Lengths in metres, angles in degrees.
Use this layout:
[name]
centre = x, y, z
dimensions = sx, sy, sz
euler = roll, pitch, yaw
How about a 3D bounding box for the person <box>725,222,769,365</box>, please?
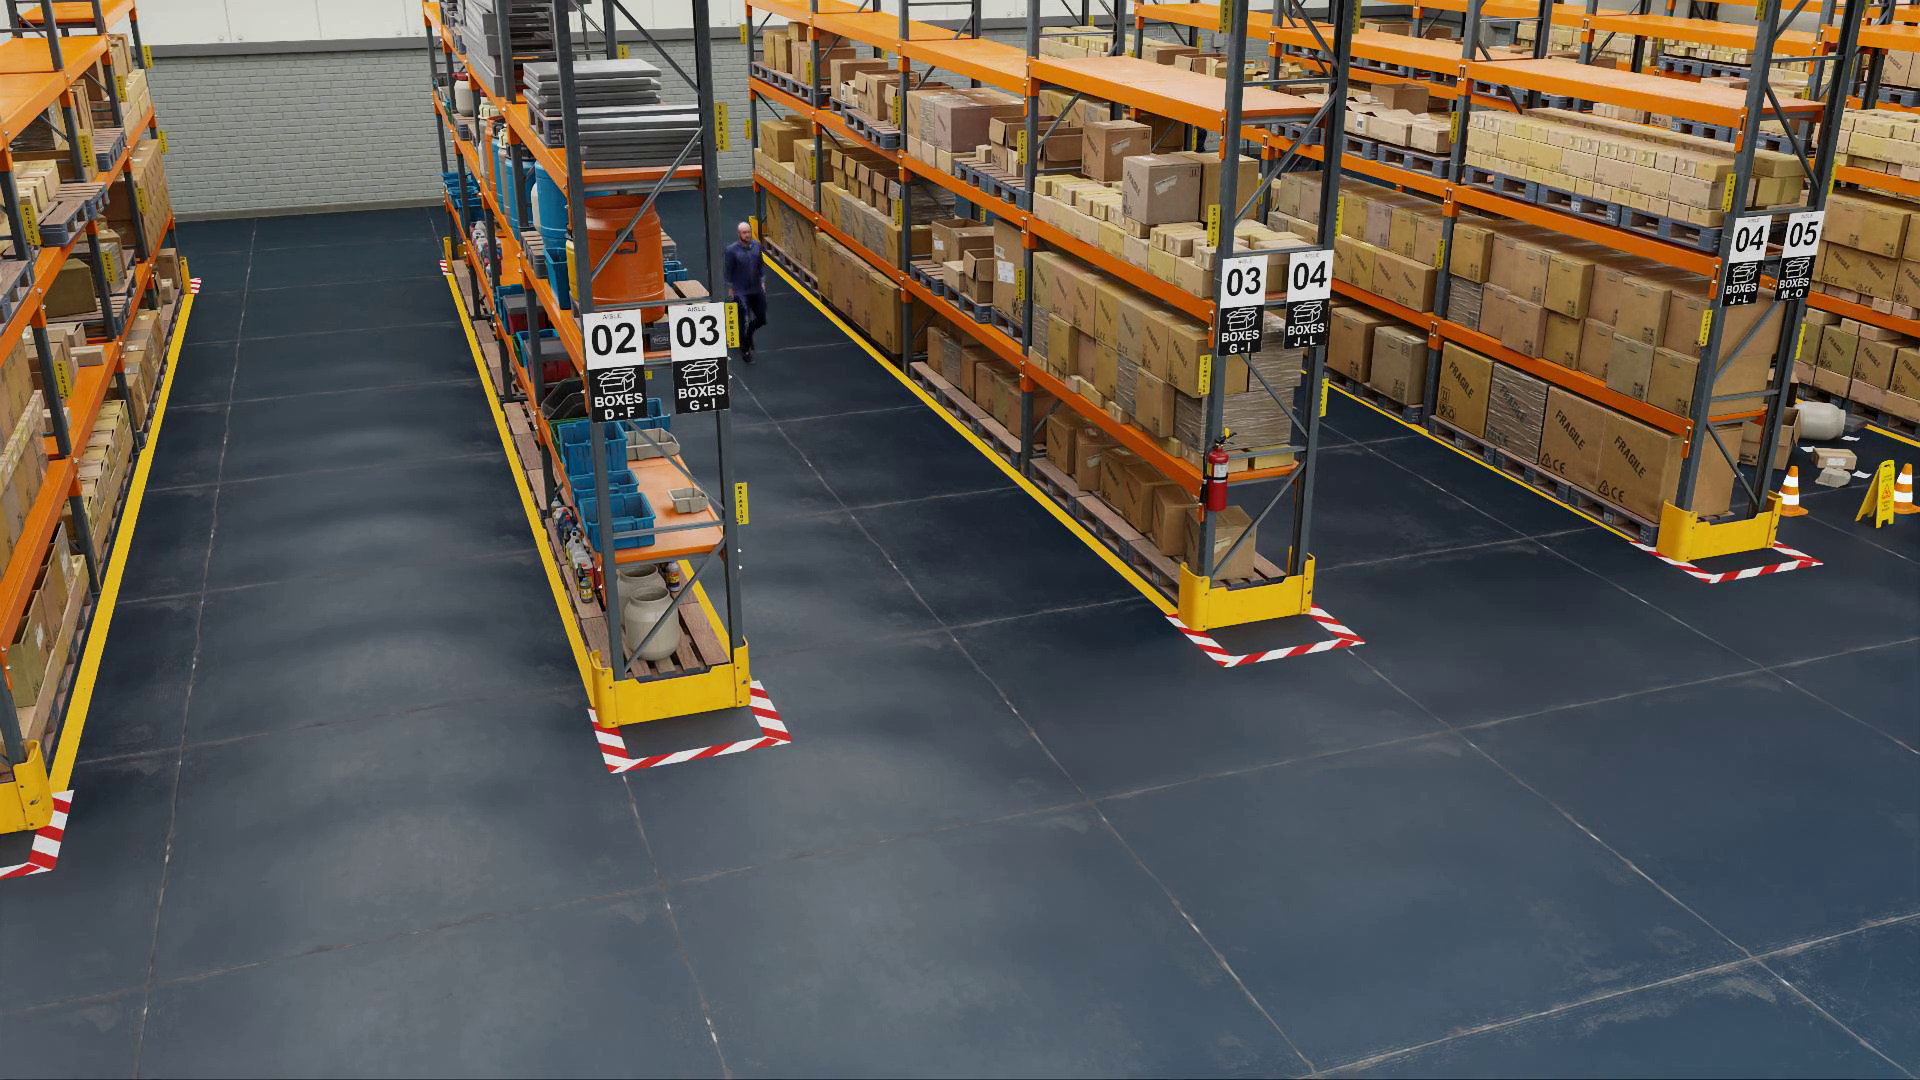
[person]
centre = -2.783, -3.212, 21.514
dimensions = 0.849, 1.806, 0.898
euler = -15, 27, -33
